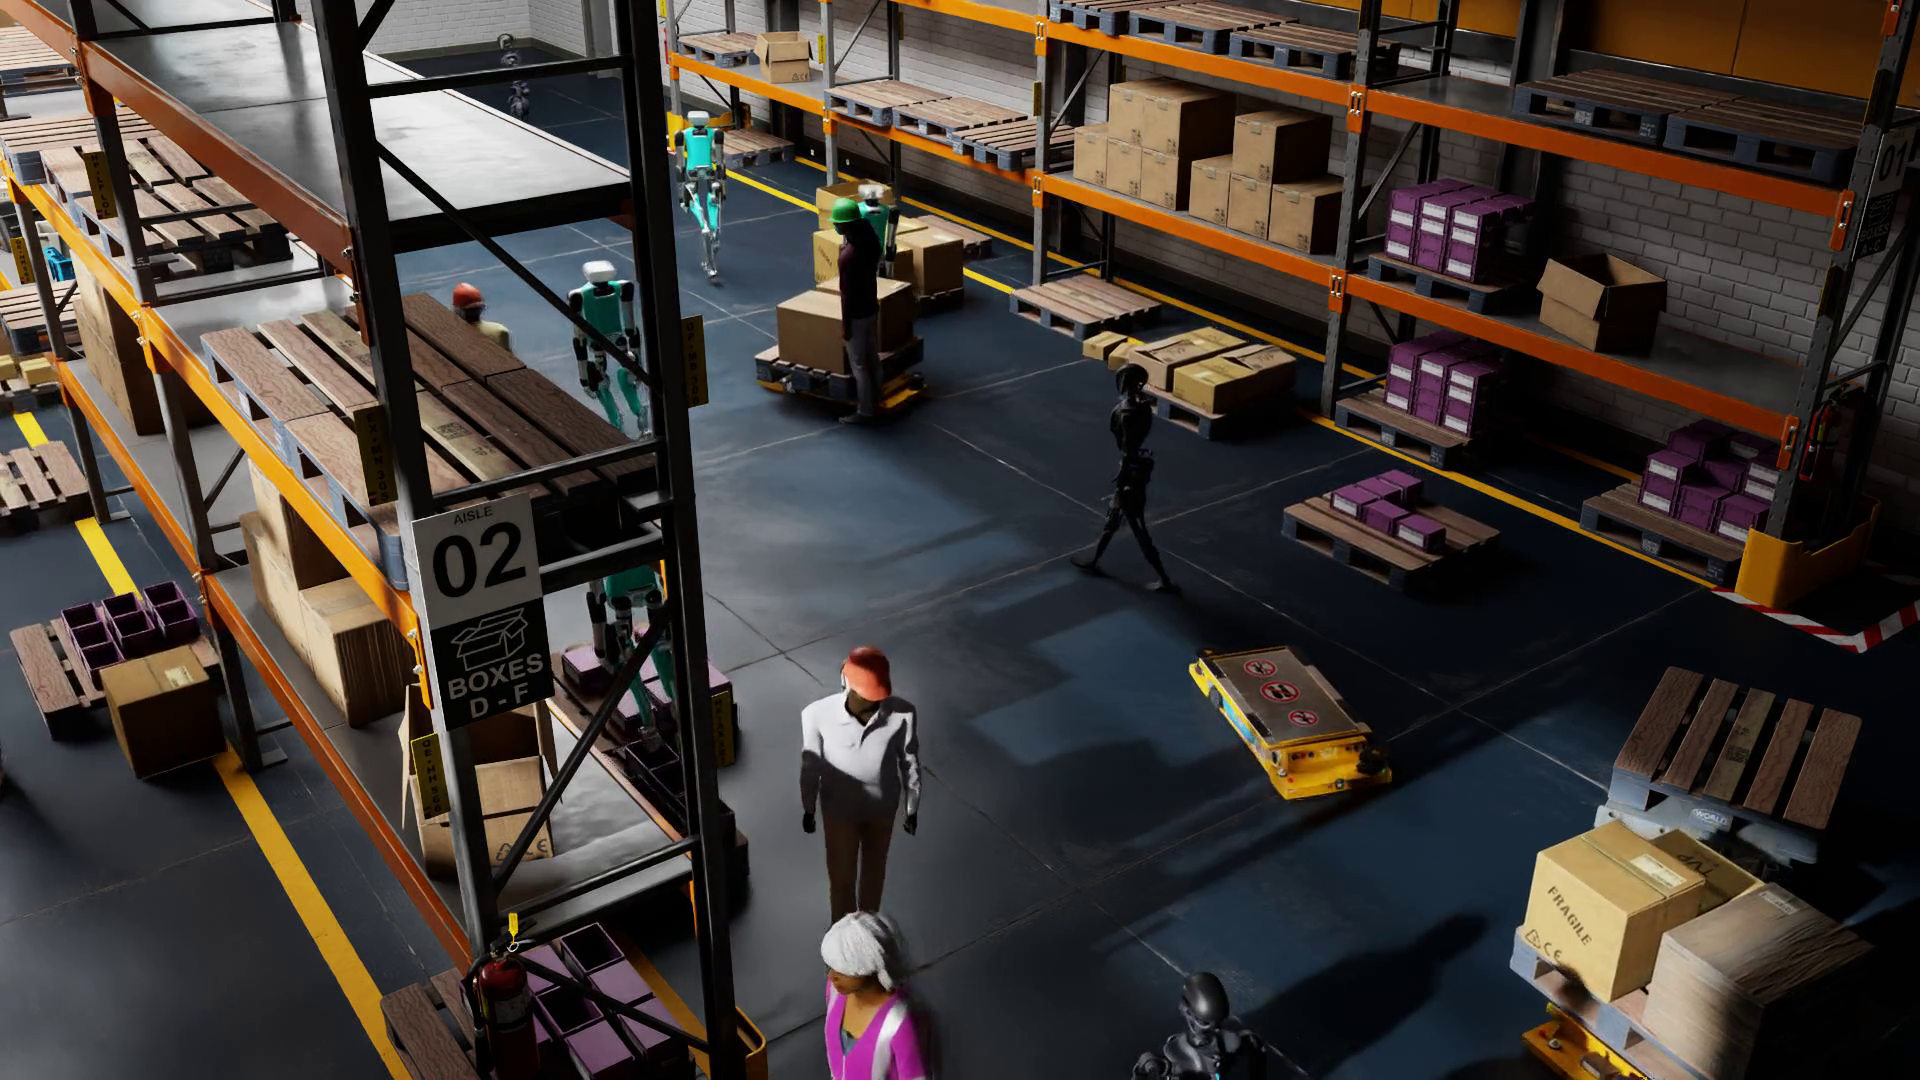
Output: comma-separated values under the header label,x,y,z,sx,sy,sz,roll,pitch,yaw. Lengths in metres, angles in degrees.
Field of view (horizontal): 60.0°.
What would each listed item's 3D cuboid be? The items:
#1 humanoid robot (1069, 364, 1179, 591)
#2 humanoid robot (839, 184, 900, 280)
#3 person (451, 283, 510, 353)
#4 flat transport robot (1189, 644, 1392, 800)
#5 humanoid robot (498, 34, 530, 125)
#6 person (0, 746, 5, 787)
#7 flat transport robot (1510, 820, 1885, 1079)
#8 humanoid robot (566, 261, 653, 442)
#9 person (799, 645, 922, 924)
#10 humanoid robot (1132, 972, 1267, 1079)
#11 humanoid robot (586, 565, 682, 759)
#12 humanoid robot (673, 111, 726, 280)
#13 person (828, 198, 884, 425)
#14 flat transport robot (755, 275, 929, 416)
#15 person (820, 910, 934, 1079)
label,x,y,z,sx,sy,sz,roll,pitch,yaw
humanoid robot,1.140,-0.421,11.315,0.795,1.624,0.600,6,27,11
humanoid robot,-0.936,-2.467,15.310,0.566,1.793,0.933,-10,28,-19
person,-3.653,-1.103,12.576,0.891,1.701,0.570,19,32,33
flat transport robot,1.943,1.038,9.924,0.659,0.231,1.431,-7,28,-14
humanoid robot,-5.936,-5.926,22.218,0.554,1.643,0.594,-11,29,-21
person,-5.611,0.544,9.099,0.700,1.894,0.395,8,28,15
flat transport robot,3.334,2.201,7.609,1.431,0.231,0.659,-14,30,-26
humanoid robot,-2.617,-1.207,12.797,0.540,1.830,0.626,-17,32,-31
person,-0.452,1.271,7.827,0.573,1.726,0.573,-6,27,-11
humanoid robot,0.817,2.235,6.019,0.599,1.631,0.747,-9,28,-17
humanoid robot,-1.658,0.679,9.115,0.554,1.884,0.817,-17,31,-29
humanoid robot,-2.645,-3.539,17.463,0.531,1.783,1.022,-9,28,-18
person,-0.867,-1.904,13.930,0.450,1.935,0.481,12,29,23
flat transport robot,-1.050,-1.419,14.810,1.431,0.231,0.659,15,31,28
person,-0.255,2.093,6.107,0.524,1.820,0.746,23,35,38
